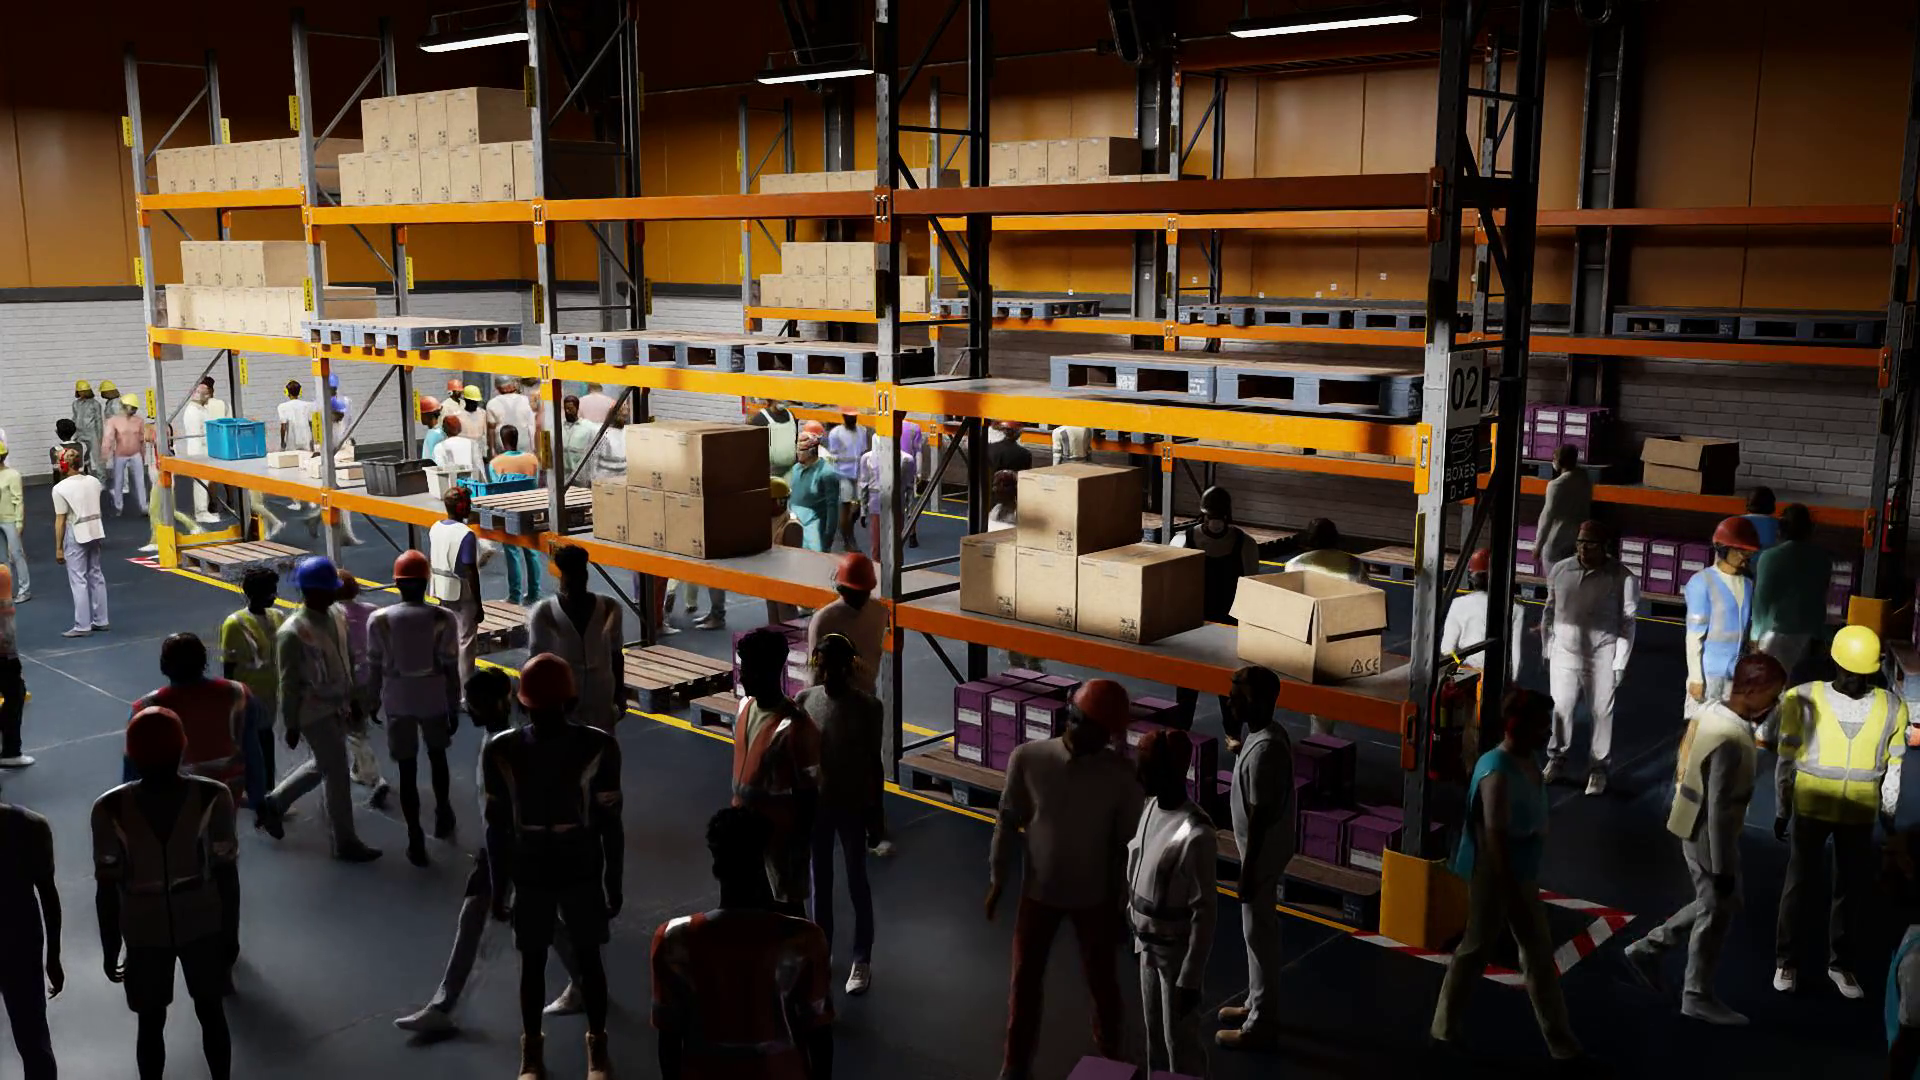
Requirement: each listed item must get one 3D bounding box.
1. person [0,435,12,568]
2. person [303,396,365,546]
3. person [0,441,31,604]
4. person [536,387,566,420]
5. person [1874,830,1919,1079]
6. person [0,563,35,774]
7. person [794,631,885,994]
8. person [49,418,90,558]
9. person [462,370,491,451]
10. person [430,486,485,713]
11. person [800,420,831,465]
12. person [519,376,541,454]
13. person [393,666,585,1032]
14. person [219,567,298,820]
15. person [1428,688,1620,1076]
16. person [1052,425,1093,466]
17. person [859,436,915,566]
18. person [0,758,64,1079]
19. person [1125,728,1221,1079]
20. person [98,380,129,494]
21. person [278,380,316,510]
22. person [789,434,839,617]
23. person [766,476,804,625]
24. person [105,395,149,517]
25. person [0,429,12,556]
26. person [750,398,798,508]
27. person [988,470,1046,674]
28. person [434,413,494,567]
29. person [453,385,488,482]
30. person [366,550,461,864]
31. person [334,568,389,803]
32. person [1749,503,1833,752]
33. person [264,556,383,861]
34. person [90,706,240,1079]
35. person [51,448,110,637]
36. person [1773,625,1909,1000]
[{"bbox_3d":[-11.315,-0.606,19.136,0.670,2.029,0.422,-2,10,-12],"label":"person"},{"bbox_3d":[-7.935,-0.865,20.934,0.736,1.918,0.613,0,10,1],"label":"person"},{"bbox_3d":[-10.126,-0.194,17.595,0.526,1.760,0.333,3,11,17],"label":"person"},{"bbox_3d":[-6.813,-2.000,27.818,0.574,1.750,0.337,2,10,10],"label":"person"},{"bbox_3d":[3.261,1.872,5.706,0.547,1.822,0.541,7,12,35],"label":"person"},{"bbox_3d":[-6.920,0.747,11.819,0.608,1.906,0.669,0,10,3],"label":"person"},{"bbox_3d":[-0.629,1.372,8.457,0.510,1.860,0.333,4,11,20],"label":"person"},{"bbox_3d":[-10.818,-0.634,20.241,0.318,1.700,0.537,3,11,18],"label":"person"},{"bbox_3d":[-8.945,-2.584,30.690,0.642,1.905,0.399,6,12,31],"label":"person"},{"bbox_3d":[-4.082,0.482,13.515,0.575,1.843,0.374,9,13,40],"label":"person"},{"bbox_3d":[-1.717,-0.528,19.478,0.323,1.755,0.563,-7,12,-34],"label":"person"},{"bbox_3d":[-7.268,-2.052,28.180,0.492,1.729,0.324,0,10,0],"label":"person"},{"bbox_3d":[-2.205,1.485,7.992,0.974,1.807,0.480,-8,13,-37],"label":"person"},{"bbox_3d":[-4.583,1.007,11.026,0.695,1.663,0.549,3,10,17],"label":"person"},{"bbox_3d":[2.550,1.562,7.518,0.836,1.803,0.587,8,13,37],"label":"person"},{"bbox_3d":[1.366,-0.808,20.579,0.587,1.927,0.369,-7,12,-35],"label":"person"},{"bbox_3d":[-0.781,-0.325,17.849,0.594,1.926,0.367,0,10,-2],"label":"person"},{"bbox_3d":[-3.883,1.692,6.681,0.509,1.842,0.329,-3,10,-14],"label":"person"},{"bbox_3d":[0.840,1.663,6.725,0.354,1.886,0.572,-3,10,-15],"label":"person"},{"bbox_3d":[-12.975,-1.578,25.484,0.326,1.736,0.490,-7,12,-34],"label":"person"},{"bbox_3d":[-9.521,-1.366,23.893,0.521,1.874,0.327,-8,13,-39],"label":"person"},{"bbox_3d":[-1.509,-0.118,16.749,0.644,1.905,0.400,9,14,43],"label":"person"},{"bbox_3d":[-1.553,0.356,14.301,0.403,1.824,0.596,-6,12,-30],"label":"person"},{"bbox_3d":[-11.558,-1.143,23.055,0.883,1.714,0.640,10,14,44],"label":"person"},{"bbox_3d":[-11.801,-0.704,20.121,0.360,1.883,0.574,8,13,39],"label":"person"},{"bbox_3d":[-2.448,-1.092,21.866,0.690,2.000,0.901,-8,13,-38],"label":"person"},{"bbox_3d":[0.451,0.342,14.285,0.449,1.870,0.750,-5,11,-27],"label":"person"},{"bbox_3d":[-5.757,-0.543,19.298,0.732,1.857,0.615,9,13,42],"label":"person"},{"bbox_3d":[-6.722,-1.185,22.818,0.542,1.896,0.609,6,12,31],"label":"person"},{"bbox_3d":[-3.414,1.002,10.420,0.566,1.892,0.875,-3,10,-17],"label":"person"},{"bbox_3d":[-4.135,0.982,11.402,0.804,1.604,0.506,8,13,37],"label":"person"},{"bbox_3d":[6.115,0.689,12.185,0.639,1.916,0.770,-3,11,-19],"label":"person"},{"bbox_3d":[-4.019,1.023,10.260,0.832,1.918,0.602,1,10,7],"label":"person"},{"bbox_3d":[-3.259,1.615,6.880,0.546,1.928,0.381,-4,11,-24],"label":"person"},{"bbox_3d":[-8.510,0.027,16.112,0.392,1.838,0.561,2,10,12],"label":"person"},{"bbox_3d":[4.408,1.356,8.359,0.585,1.922,0.378,3,10,14],"label":"person"}]
